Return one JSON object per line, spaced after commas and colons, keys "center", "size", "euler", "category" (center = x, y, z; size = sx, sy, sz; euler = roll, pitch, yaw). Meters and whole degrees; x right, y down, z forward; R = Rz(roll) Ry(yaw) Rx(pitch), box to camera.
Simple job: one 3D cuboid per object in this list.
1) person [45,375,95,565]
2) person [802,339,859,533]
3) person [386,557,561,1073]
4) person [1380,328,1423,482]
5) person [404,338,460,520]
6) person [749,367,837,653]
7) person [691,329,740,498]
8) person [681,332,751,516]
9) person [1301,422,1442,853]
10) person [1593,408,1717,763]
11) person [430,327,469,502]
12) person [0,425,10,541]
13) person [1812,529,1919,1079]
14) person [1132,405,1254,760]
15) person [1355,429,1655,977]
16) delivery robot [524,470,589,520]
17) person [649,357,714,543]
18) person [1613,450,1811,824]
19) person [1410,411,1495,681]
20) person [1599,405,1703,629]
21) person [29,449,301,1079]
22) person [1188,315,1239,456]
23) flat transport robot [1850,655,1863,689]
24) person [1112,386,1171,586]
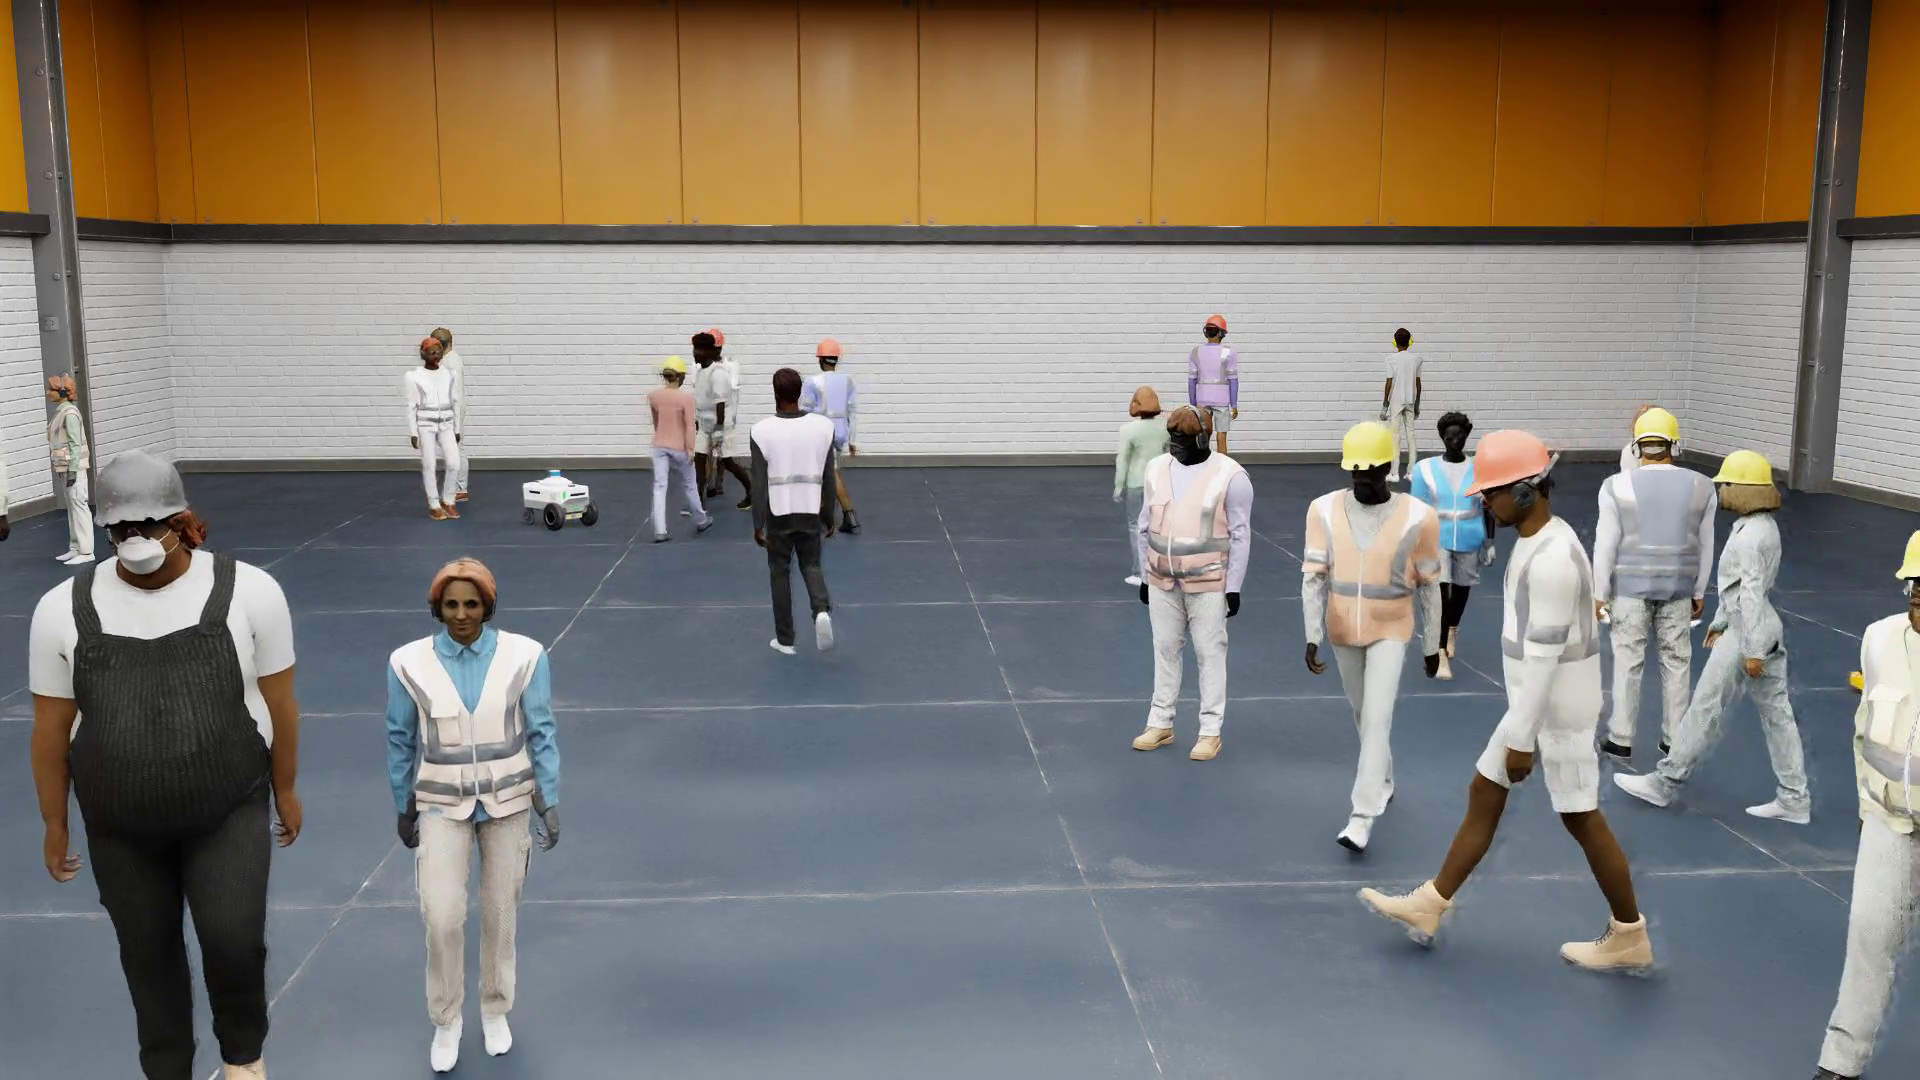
{"center": [-7.713, -0.606, 14.413], "size": [0.312, 1.642, 0.512], "euler": [-7, 11, -36], "category": "person"}
{"center": [-1.247, -1.027, 16.336], "size": [0.541, 1.889, 1.020], "euler": [-7, 12, -39], "category": "person"}
{"center": [-1.517, 0.866, 5.227], "size": [0.516, 1.625, 0.468], "euler": [-3, 10, -19], "category": "person"}
{"center": [5.340, -1.631, 20.163], "size": [0.521, 1.864, 0.335], "euler": [-2, 9, -12], "category": "person"}
{"center": [-5.318, -1.114, 16.893], "size": [0.594, 1.863, 0.559], "euler": [-7, 11, -38], "category": "person"}
{"center": [-1.078, -0.172, 10.856], "size": [0.604, 1.907, 0.622], "euler": [-4, 10, -24], "category": "person"}
{"center": [-2.731, -1.406, 18.638], "size": [0.542, 1.888, 0.982], "euler": [-2, 9, -10], "category": "person"}
{"center": [-2.510, -1.223, 17.422], "size": [0.890, 1.931, 0.606], "euler": [-7, 11, -37], "category": "person"}
{"center": [1.813, 0.406, 7.383], "size": [0.580, 1.868, 1.037], "euler": [6, 11, 31], "category": "person"}
{"center": [3.528, 0.241, 8.515], "size": [0.590, 1.827, 0.404], "euler": [1, 9, 6], "category": "person"}
{"center": [-5.638, -1.380, 18.362], "size": [0.371, 1.934, 0.627], "euler": [-5, 10, -27], "category": "person"}
{"center": [-6.597, -0.205, 10.924], "size": [0.623, 1.958, 0.973], "euler": [-5, 10, -27], "category": "person"}
{"center": [2.980, 0.819, 5.031], "size": [0.926, 1.788, 0.601], "euler": [-6, 11, -33], "category": "person"}
{"center": [1.189, 0.218, 8.635], "size": [0.624, 1.838, 0.430], "euler": [7, 11, 36], "category": "person"}
{"center": [2.011, 0.586, 5.942], "size": [1.078, 1.953, 0.687], "euler": [2, 9, 11], "category": "person"}
{"center": [-4.023, -0.453, 16.558], "size": [0.707, 0.478, 0.477], "euler": [8, 12, 39], "category": "delivery robot"}
{"center": [-2.668, -0.868, 15.787], "size": [0.525, 1.723, 0.905], "euler": [3, 10, 19], "category": "person"}
{"center": [3.529, 0.439, 7.667], "size": [0.880, 1.704, 0.493], "euler": [7, 11, 36], "category": "person"}
{"center": [3.109, 0.000, 10.538], "size": [0.533, 1.660, 0.831], "euler": [1, 9, 8], "category": "person"}
{"center": [4.836, -0.146, 11.691], "size": [0.515, 1.590, 0.869], "euler": [-4, 10, -25], "category": "person"}
{"center": [-2.279, 0.729, 4.779], "size": [0.701, 2.000, 0.538], "euler": [-3, 9, -16], "category": "person"}
{"center": [2.978, -1.611, 19.500], "size": [0.605, 2.034, 0.394], "euler": [5, 10, 28], "category": "person"}
{"center": [5.836, 0.877, 9.393], "size": [0.652, 0.197, 1.431], "euler": [-2, 9, -12], "category": "flat transport robot"}
{"center": [1.491, -0.419, 13.290], "size": [0.506, 1.620, 0.418], "euler": [-4, 10, -24], "category": "person"}
